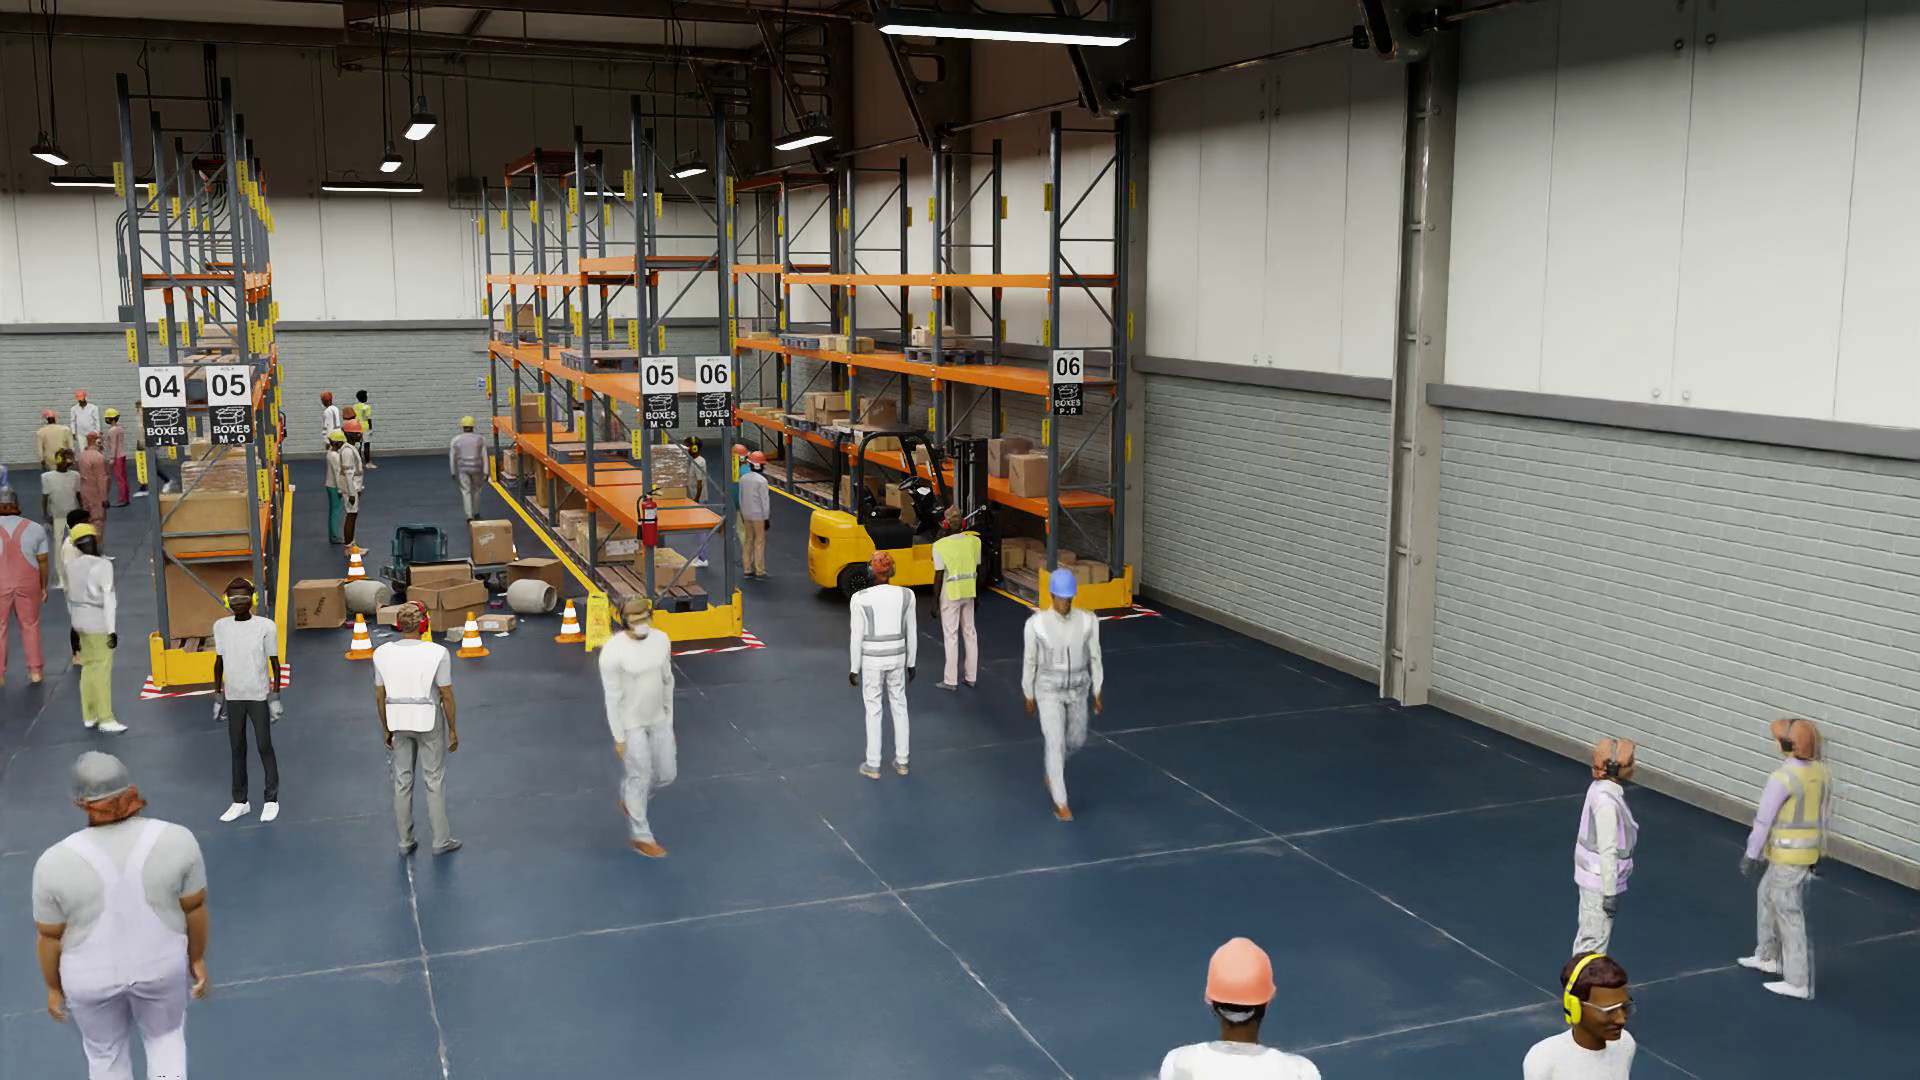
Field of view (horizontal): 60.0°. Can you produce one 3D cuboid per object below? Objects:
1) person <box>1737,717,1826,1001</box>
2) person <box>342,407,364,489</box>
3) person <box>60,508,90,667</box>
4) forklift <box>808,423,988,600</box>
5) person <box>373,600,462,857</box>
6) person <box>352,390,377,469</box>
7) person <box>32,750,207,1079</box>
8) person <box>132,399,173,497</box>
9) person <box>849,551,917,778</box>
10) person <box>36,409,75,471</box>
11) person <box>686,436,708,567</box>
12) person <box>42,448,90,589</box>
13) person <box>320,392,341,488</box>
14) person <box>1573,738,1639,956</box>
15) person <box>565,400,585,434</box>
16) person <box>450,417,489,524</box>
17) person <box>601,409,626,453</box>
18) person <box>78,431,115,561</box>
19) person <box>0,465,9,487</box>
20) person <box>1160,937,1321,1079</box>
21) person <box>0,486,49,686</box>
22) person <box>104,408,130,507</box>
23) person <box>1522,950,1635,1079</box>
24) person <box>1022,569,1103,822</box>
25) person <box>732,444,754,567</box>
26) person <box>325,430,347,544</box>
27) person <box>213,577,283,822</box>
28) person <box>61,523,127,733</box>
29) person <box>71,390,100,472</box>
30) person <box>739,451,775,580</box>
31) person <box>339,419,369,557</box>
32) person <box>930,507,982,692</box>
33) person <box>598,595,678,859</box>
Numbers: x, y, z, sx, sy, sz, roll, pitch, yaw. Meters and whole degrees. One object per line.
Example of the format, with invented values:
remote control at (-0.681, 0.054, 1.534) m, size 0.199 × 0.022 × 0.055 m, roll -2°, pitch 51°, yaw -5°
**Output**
person at (4.688, 1.809, 9.597) m, size 0.518 × 1.619 × 0.624 m, roll -7°, pitch 12°, yaw -39°
person at (-11.688, -1.752, 31.997) m, size 0.296 × 1.625 × 0.495 m, roll -1°, pitch 9°, yaw -7°
person at (-9.302, 0.502, 17.601) m, size 0.319 × 1.687 × 0.538 m, roll -1°, pitch 9°, yaw -7°
forklift at (-0.830, -0.399, 21.676) m, size 2.313 × 2.155 × 1.214 m, roll -4°, pitch 10°, yaw -21°
person at (-3.851, 1.344, 11.800) m, size 0.565 × 1.846 × 0.390 m, roll 1°, pitch 9°, yaw 5°
person at (-12.768, -2.358, 35.556) m, size 0.536 × 1.699 × 0.322 m, roll 5°, pitch 10°, yaw 26°
person at (-3.825, 1.913, 7.605) m, size 0.704 × 2.000 × 0.541 m, roll -6°, pitch 11°, yaw -31°
person at (-15.223, -1.740, 31.222) m, size 0.573 × 1.848 × 0.682 m, roll 6°, pitch 11°, yaw 32°
person at (-0.634, 1.021, 13.712) m, size 0.585 × 1.882 × 0.337 m, roll -4°, pitch 10°, yaw -22°
person at (-16.380, -1.511, 30.153) m, size 0.597 × 1.719 × 0.410 m, roll -5°, pitch 10°, yaw -29°
person at (-3.747, -0.546, 23.632) m, size 0.329 × 1.869 × 0.511 m, roll -1°, pitch 9°, yaw -6°
person at (-11.887, -0.284, 22.066) m, size 0.372 × 1.846 × 0.570 m, roll 7°, pitch 12°, yaw 39°
person at (-12.249, -1.953, 32.424) m, size 0.362 × 1.886 × 0.576 m, roll -1°, pitch 9°, yaw -5°
person at (3.511, 1.878, 9.078) m, size 0.313 × 1.642 × 0.513 m, roll 3°, pitch 9°, yaw 17°
person at (-7.889, -2.099, 34.132) m, size 0.270 × 1.632 × 0.504 m, roll 7°, pitch 11°, yaw 37°
person at (-8.216, -1.174, 27.847) m, size 0.613 × 1.783 × 0.925 m, roll -3°, pitch 9°, yaw -17°
person at (-7.223, -2.148, 34.494) m, size 0.525 × 1.611 × 0.686 m, roll -8°, pitch 12°, yaw -40°
person at (-12.536, -0.639, 24.166) m, size 0.661 × 1.895 × 0.407 m, roll 9°, pitch 13°, yaw 44°
person at (-12.744, -0.324, 21.736) m, size 0.439 × 2.033 × 0.611 m, roll 7°, pitch 12°, yaw 39°
person at (0.920, 2.299, 5.568) m, size 0.560 × 1.919 × 0.697 m, roll 4°, pitch 10°, yaw 22°
person at (-9.607, 0.446, 16.839) m, size 0.685 × 2.000 × 0.535 m, roll -7°, pitch 12°, yaw -38°
person at (-15.114, -1.473, 29.780) m, size 0.321 × 1.769 × 0.523 m, roll -1°, pitch 9°, yaw -9°
person at (2.123, 2.300, 5.703) m, size 0.520 × 1.873 × 0.333 m, roll -5°, pitch 10°, yaw -29°
person at (0.771, 1.141, 12.836) m, size 0.612 × 1.928 × 0.786 m, roll -2°, pitch 9°, yaw -13°
person at (-3.114, -0.497, 23.719) m, size 0.343 × 1.741 × 0.573 m, roll -1°, pitch 9°, yaw -5°
person at (-9.605, -0.815, 25.669) m, size 0.346 × 1.756 × 0.518 m, roll -5°, pitch 10°, yaw -30°
person at (-5.401, 1.203, 12.592) m, size 0.531 × 1.876 × 0.318 m, roll 0°, pitch 9°, yaw 1°
person at (-7.833, 0.800, 15.148) m, size 0.755 × 1.879 × 0.388 m, roll 4°, pitch 10°, yaw 26°
person at (-18.390, -2.284, 34.972) m, size 0.575 × 1.739 × 0.348 m, roll -2°, pitch 9°, yaw -10°
person at (-2.770, -0.338, 22.681) m, size 0.338 × 1.748 × 0.566 m, roll -9°, pitch 13°, yaw -44°
person at (-8.908, -0.759, 24.472) m, size 0.415 × 2.035 × 0.602 m, roll -3°, pitch 9°, yaw -16°
person at (-0.030, 0.594, 16.539) m, size 0.564 × 1.839 × 0.395 m, roll -6°, pitch 11°, yaw -33°
person at (-2.299, 1.311, 11.817) m, size 0.515 × 1.915 × 0.639 m, roll 7°, pitch 11°, yaw 38°
